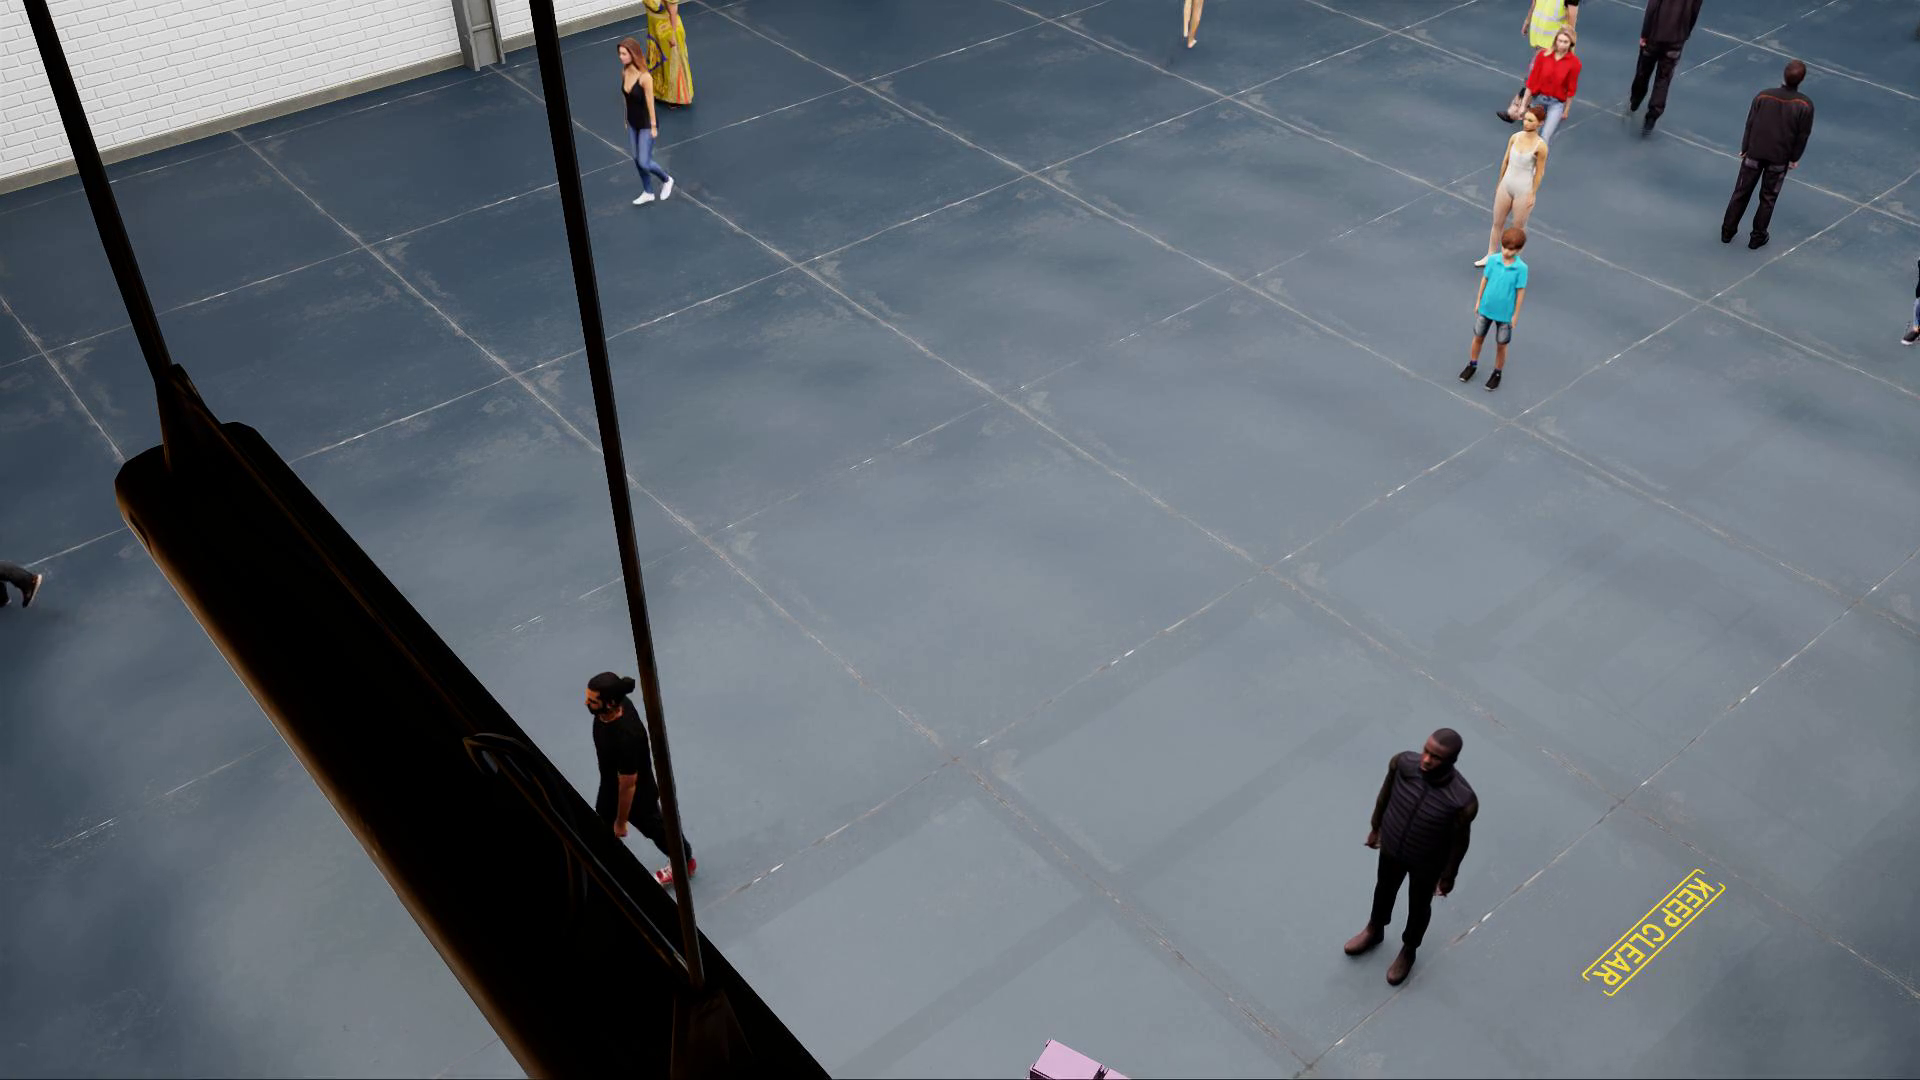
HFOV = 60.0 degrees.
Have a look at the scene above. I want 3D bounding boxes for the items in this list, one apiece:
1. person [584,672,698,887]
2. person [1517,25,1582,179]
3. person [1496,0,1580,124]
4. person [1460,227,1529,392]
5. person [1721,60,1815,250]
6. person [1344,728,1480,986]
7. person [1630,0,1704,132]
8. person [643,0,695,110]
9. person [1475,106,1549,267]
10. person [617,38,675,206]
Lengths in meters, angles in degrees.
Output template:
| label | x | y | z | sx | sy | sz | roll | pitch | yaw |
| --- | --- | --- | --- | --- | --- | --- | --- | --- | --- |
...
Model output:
| label | x | y | z | sx | sy | sz | roll | pitch | yaw |
| --- | --- | --- | --- | --- | --- | --- | --- | --- | --- |
| person | -1.799 | 1.396 | 9.472 | 1.139 | 1.719 | 0.782 | -19 | 43 | -23 |
| person | 5.923 | -4.378 | 16.756 | 0.877 | 1.651 | 1.208 | 22 | 43 | 25 |
| person | 6.381 | -5.408 | 17.934 | 1.235 | 1.789 | 0.922 | -16 | 41 | -19 |
| person | 4.501 | -1.959 | 13.889 | 0.581 | 1.449 | 0.553 | 25 | 45 | 27 |
| person | 7.618 | -3.634 | 15.676 | 0.774 | 1.837 | 0.681 | 22 | 44 | 26 |
| person | 2.472 | 1.684 | 9.018 | 0.567 | 1.835 | 0.691 | -30 | 47 | -32 |
| person | 7.510 | -5.282 | 17.714 | 1.069 | 1.868 | 1.319 | 14 | 41 | 17 |
| person | -3.244 | -5.590 | 18.268 | 0.868 | 1.658 | 0.794 | 32 | 48 | 33 |
| person | 5.139 | -3.221 | 15.314 | 0.477 | 1.643 | 0.546 | -29 | 47 | -32 |
| person | -3.073 | -4.121 | 16.387 | 0.617 | 1.710 | 0.682 | 30 | 47 | 32 |
